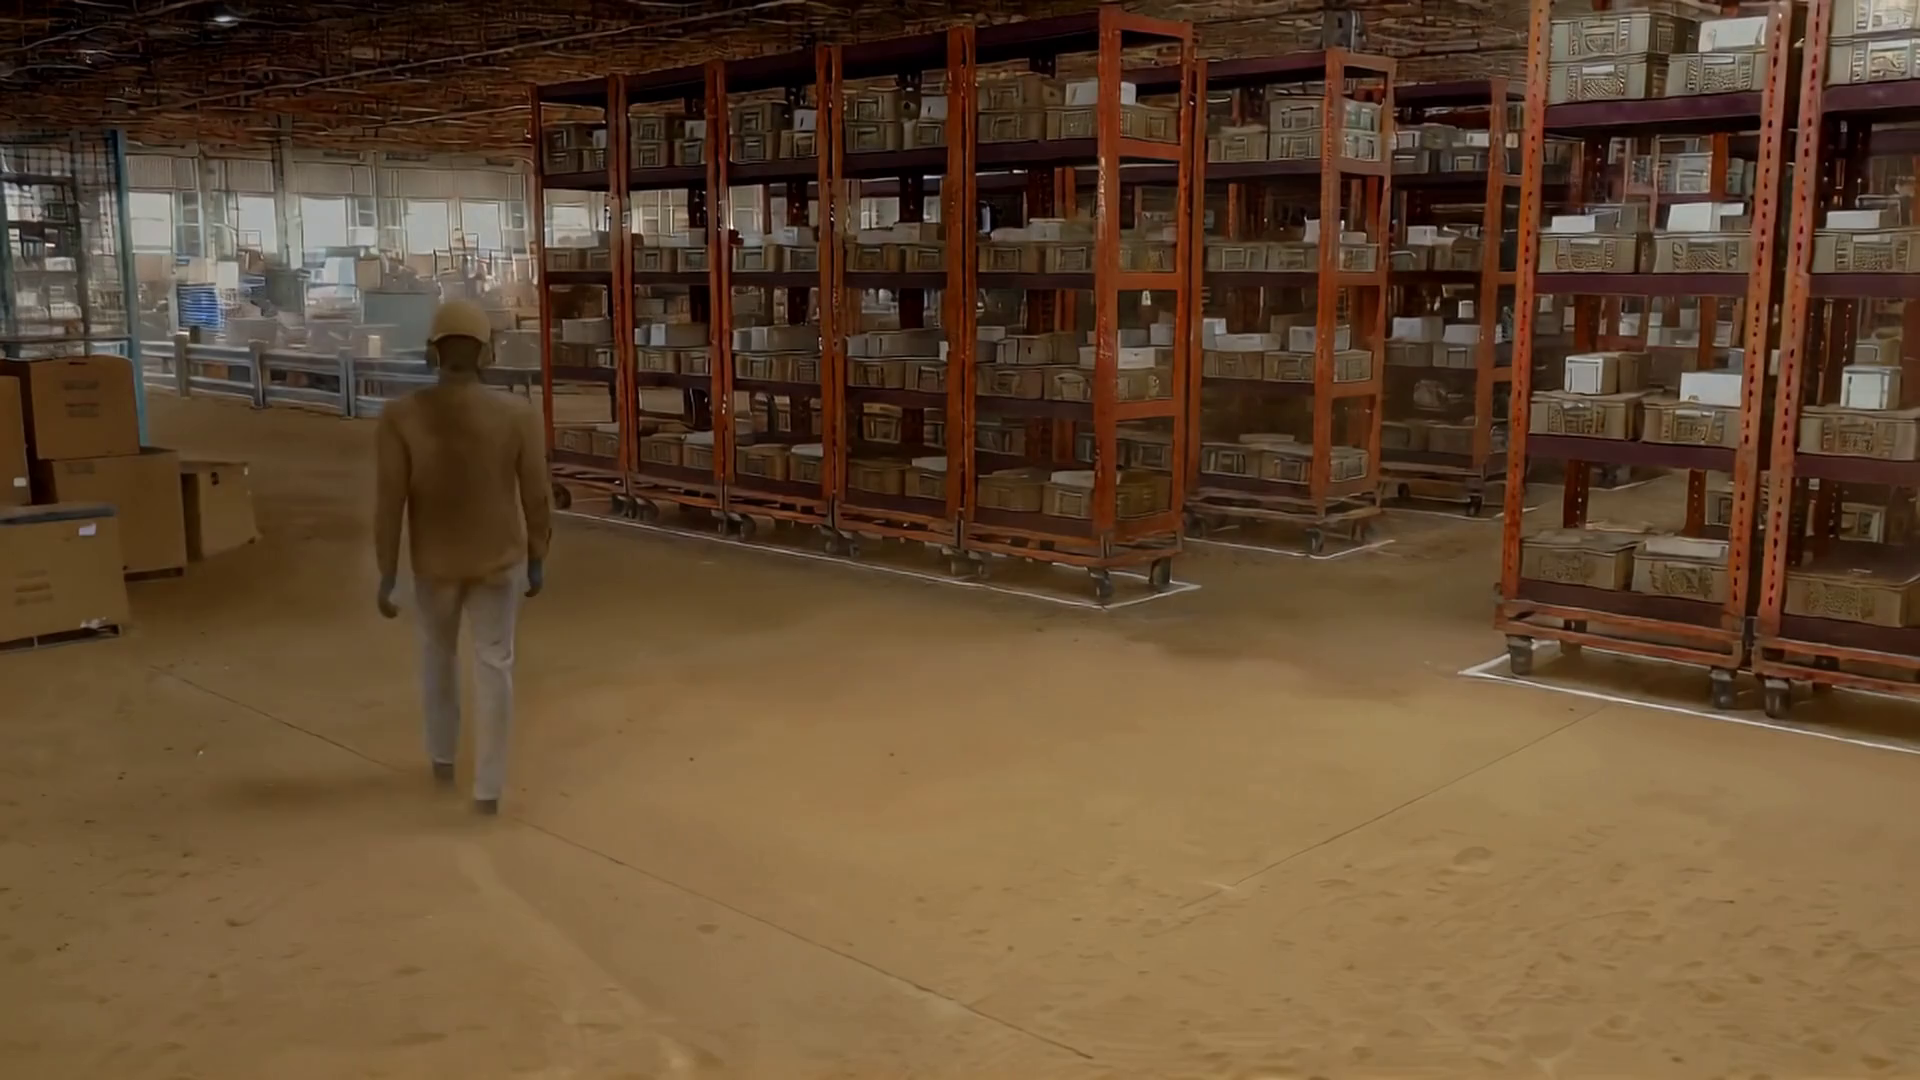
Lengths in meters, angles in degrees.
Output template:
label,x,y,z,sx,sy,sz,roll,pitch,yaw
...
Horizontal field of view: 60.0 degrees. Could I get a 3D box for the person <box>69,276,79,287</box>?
label,x,y,z,sx,sy,sz,roll,pitch,yaw
person,-33.848,-9.265,63.452,0.574,1.998,0.662,-8,12,-40

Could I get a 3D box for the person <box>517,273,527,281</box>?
label,x,y,z,sx,sy,sz,roll,pitch,yaw
person,-25.250,-14.466,95.860,0.594,1.828,1.013,0,9,0

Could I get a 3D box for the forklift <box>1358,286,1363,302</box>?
label,x,y,z,sx,sy,sz,roll,pitch,yaw
forklift,11.100,-7.017,46.970,1.873,2.768,1.129,9,13,43

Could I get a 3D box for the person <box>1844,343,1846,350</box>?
label,x,y,z,sx,sy,sz,roll,pitch,yaw
person,16.677,-3.921,31.249,0.861,1.818,0.580,-1,9,-4

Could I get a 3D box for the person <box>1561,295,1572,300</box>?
label,x,y,z,sx,sy,sz,roll,pitch,yaw
person,12.535,-4.430,34.342,0.586,1.822,0.403,-7,12,-37

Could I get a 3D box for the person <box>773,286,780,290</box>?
label,x,y,z,sx,sy,sz,roll,pitch,yaw
person,-8.847,-11.910,79.927,0.391,1.913,0.587,0,9,2

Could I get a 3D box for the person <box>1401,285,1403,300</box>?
label,x,y,z,sx,sy,sz,roll,pitch,yaw
person,12.017,-6.066,44.822,0.548,1.678,0.578,7,11,36

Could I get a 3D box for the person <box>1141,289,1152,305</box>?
label,x,y,z,sx,sy,sz,roll,pitch,yaw
person,3.837,-4.744,35.883,0.601,1.948,0.386,1,9,7

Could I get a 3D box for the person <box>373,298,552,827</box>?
label,x,y,z,sx,sy,sz,roll,pitch,yaw
person,-1.913,0.056,6.430,0.646,1.949,0.970,-3,10,-18

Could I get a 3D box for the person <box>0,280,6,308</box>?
label,x,y,z,sx,sy,sz,roll,pitch,yaw
person,-34.769,-8.702,60.191,0.372,1.936,0.629,2,9,11
